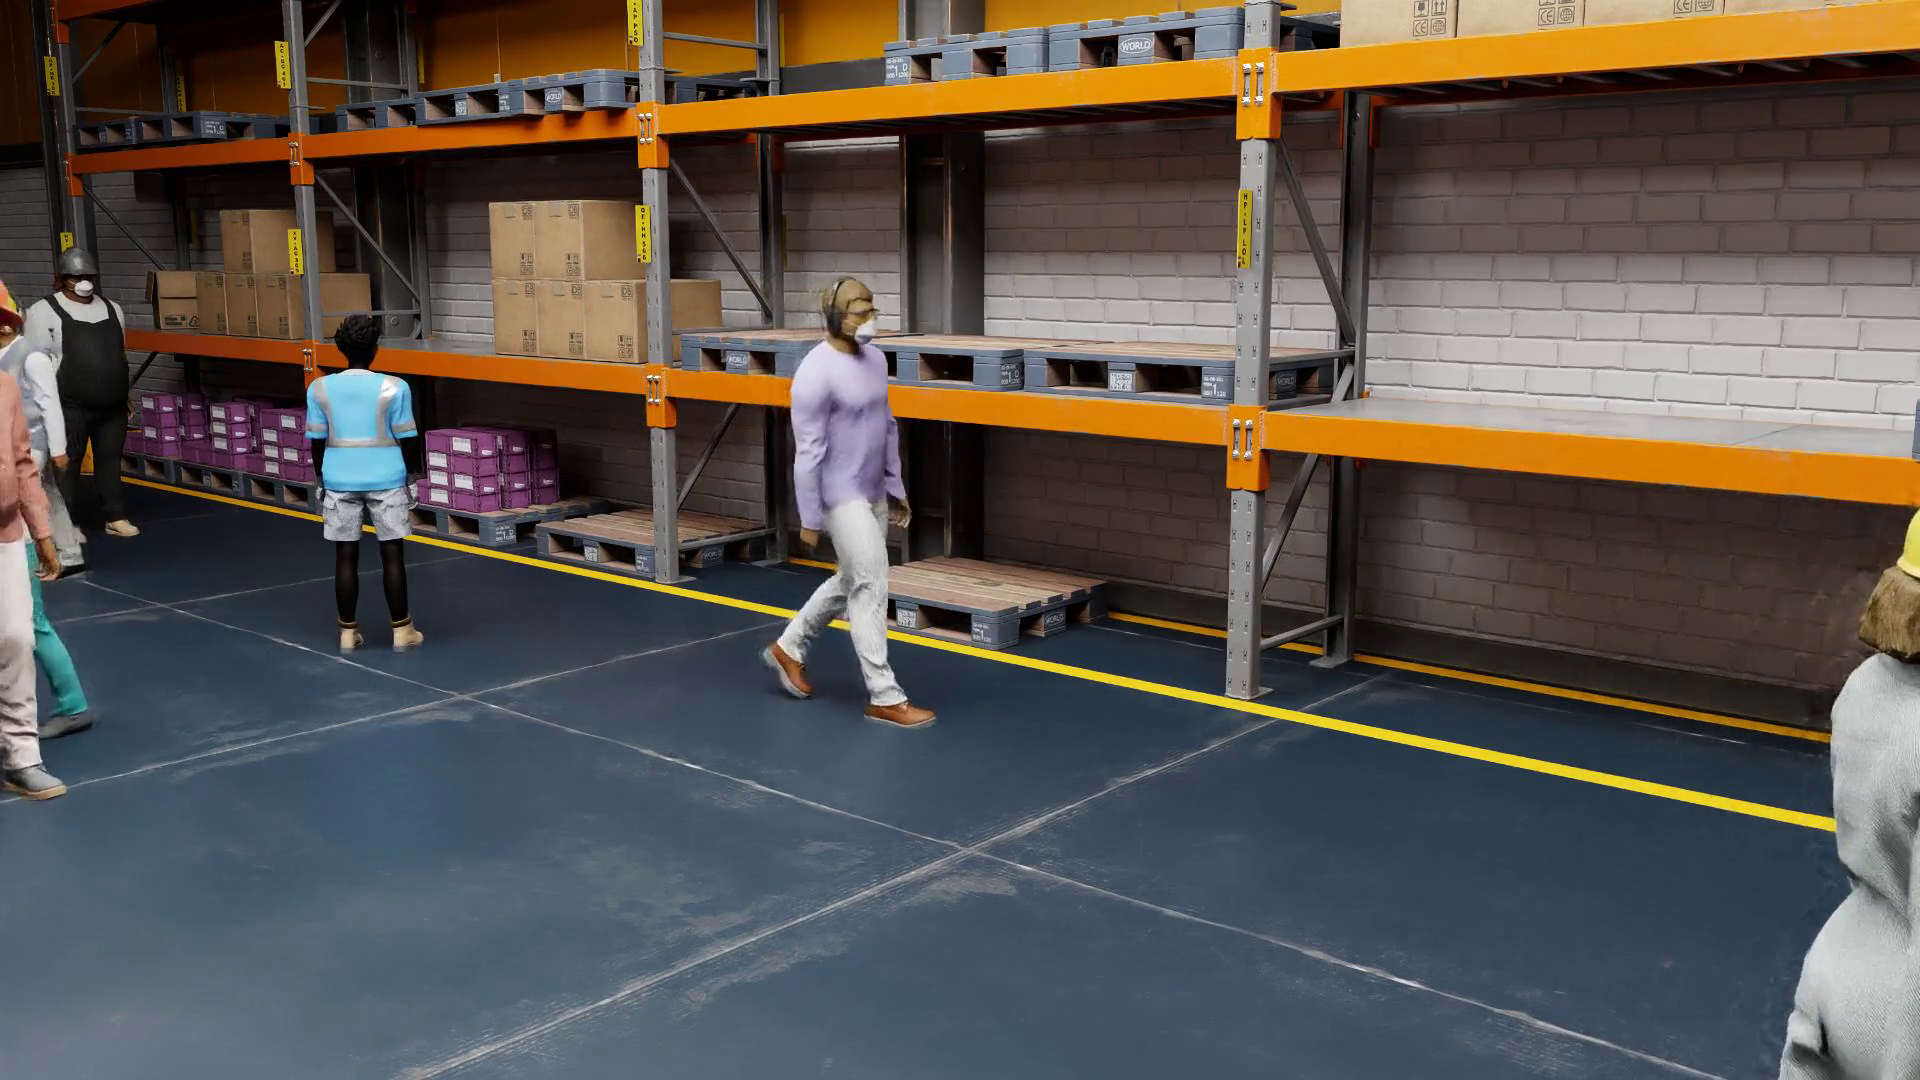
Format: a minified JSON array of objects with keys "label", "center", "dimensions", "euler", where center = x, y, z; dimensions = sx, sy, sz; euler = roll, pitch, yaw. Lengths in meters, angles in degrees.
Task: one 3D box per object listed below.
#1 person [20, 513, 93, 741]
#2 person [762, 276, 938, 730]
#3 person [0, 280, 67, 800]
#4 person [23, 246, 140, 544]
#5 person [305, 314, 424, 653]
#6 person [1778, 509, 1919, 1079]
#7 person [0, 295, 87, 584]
[{"label":"person","center":[-3.872,0.023,6.552],"dimensions":[0.543,1.709,0.832],"euler":[8,12,37]},{"label":"person","center":[-0.506,-0.172,7.139],"dimensions":[0.900,1.912,0.641],"euler":[4,11,21]},{"label":"person","center":[-3.553,0.000,6.009],"dimensions":[0.439,1.957,0.650],"euler":[2,10,12]},{"label":"person","center":[-5.999,-1.000,11.475],"dimensions":[0.536,2.000,0.688],"euler":[6,12,32]},{"label":"person","center":[-2.970,-0.275,8.324],"dimensions":[0.540,1.696,0.317],"euler":[-1,10,-4]},{"label":"person","center":[1.422,0.735,2.560],"dimensions":[0.862,1.703,0.488],"euler":[1,10,5]},{"label":"person","center":[-5.601,-0.574,9.783],"dimensions":[0.599,1.779,0.902],"euler":[7,12,34]}]
